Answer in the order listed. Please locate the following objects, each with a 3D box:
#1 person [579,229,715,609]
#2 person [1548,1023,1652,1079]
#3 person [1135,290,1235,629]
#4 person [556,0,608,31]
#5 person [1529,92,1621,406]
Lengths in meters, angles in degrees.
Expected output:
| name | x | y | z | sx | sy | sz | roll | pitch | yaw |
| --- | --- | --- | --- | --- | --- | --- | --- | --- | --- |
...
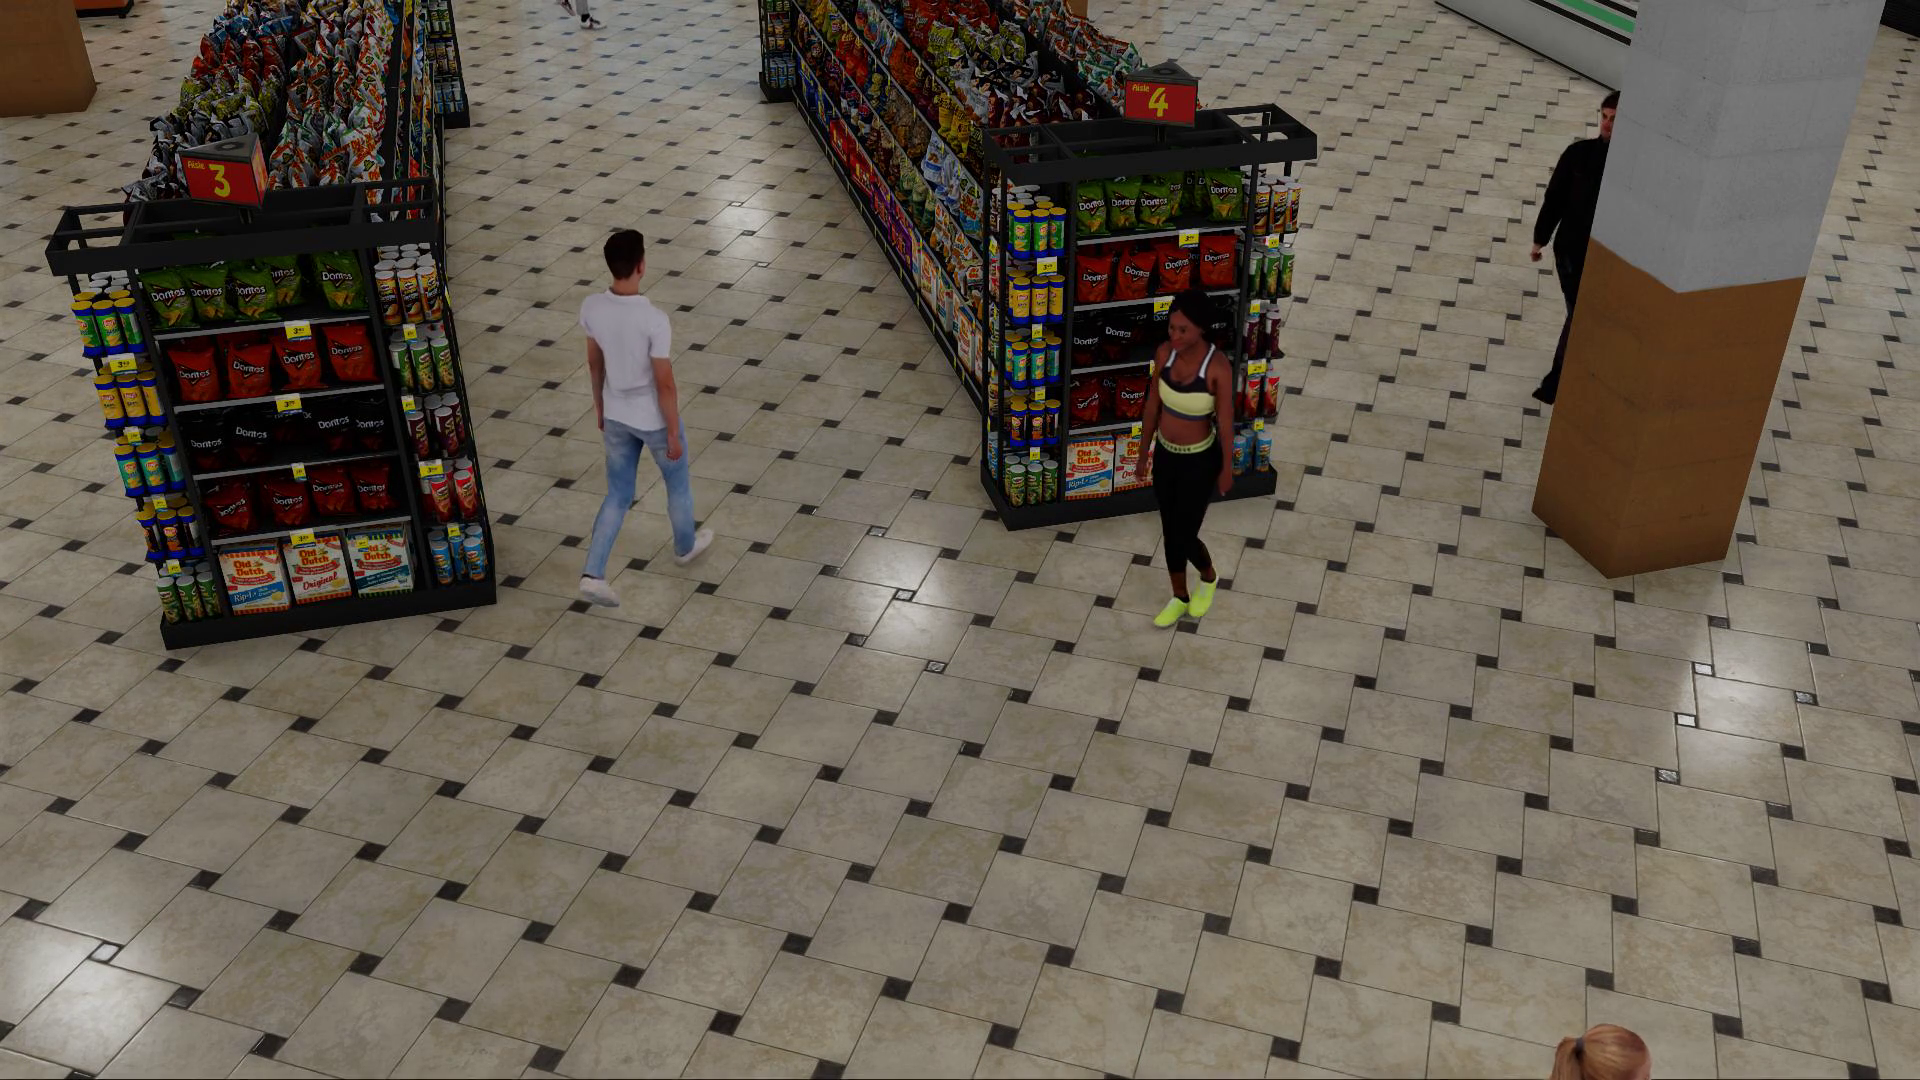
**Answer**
| name | x | y | z | sx | sy | sz | roll | pitch | yaw |
| --- | --- | --- | --- | --- | --- | --- | --- | --- | --- |
| person | -1.555 | -0.510 | 7.781 | 1.126 | 1.821 | 1.261 | 12 | 34 | 19 |
| person | 1.654 | 1.806 | 4.589 | 0.697 | 1.260 | 0.778 | 2 | 32 | 4 |
| person | 1.097 | -0.385 | 7.657 | 0.732 | 1.739 | 0.787 | 26 | 41 | 36 |
| person | -3.945 | -6.133 | 16.709 | 1.012 | 1.935 | 0.985 | 10 | 33 | 15 |
| person | 3.726 | -1.709 | 9.741 | 1.216 | 1.786 | 1.172 | 26 | 40 | 35 |
